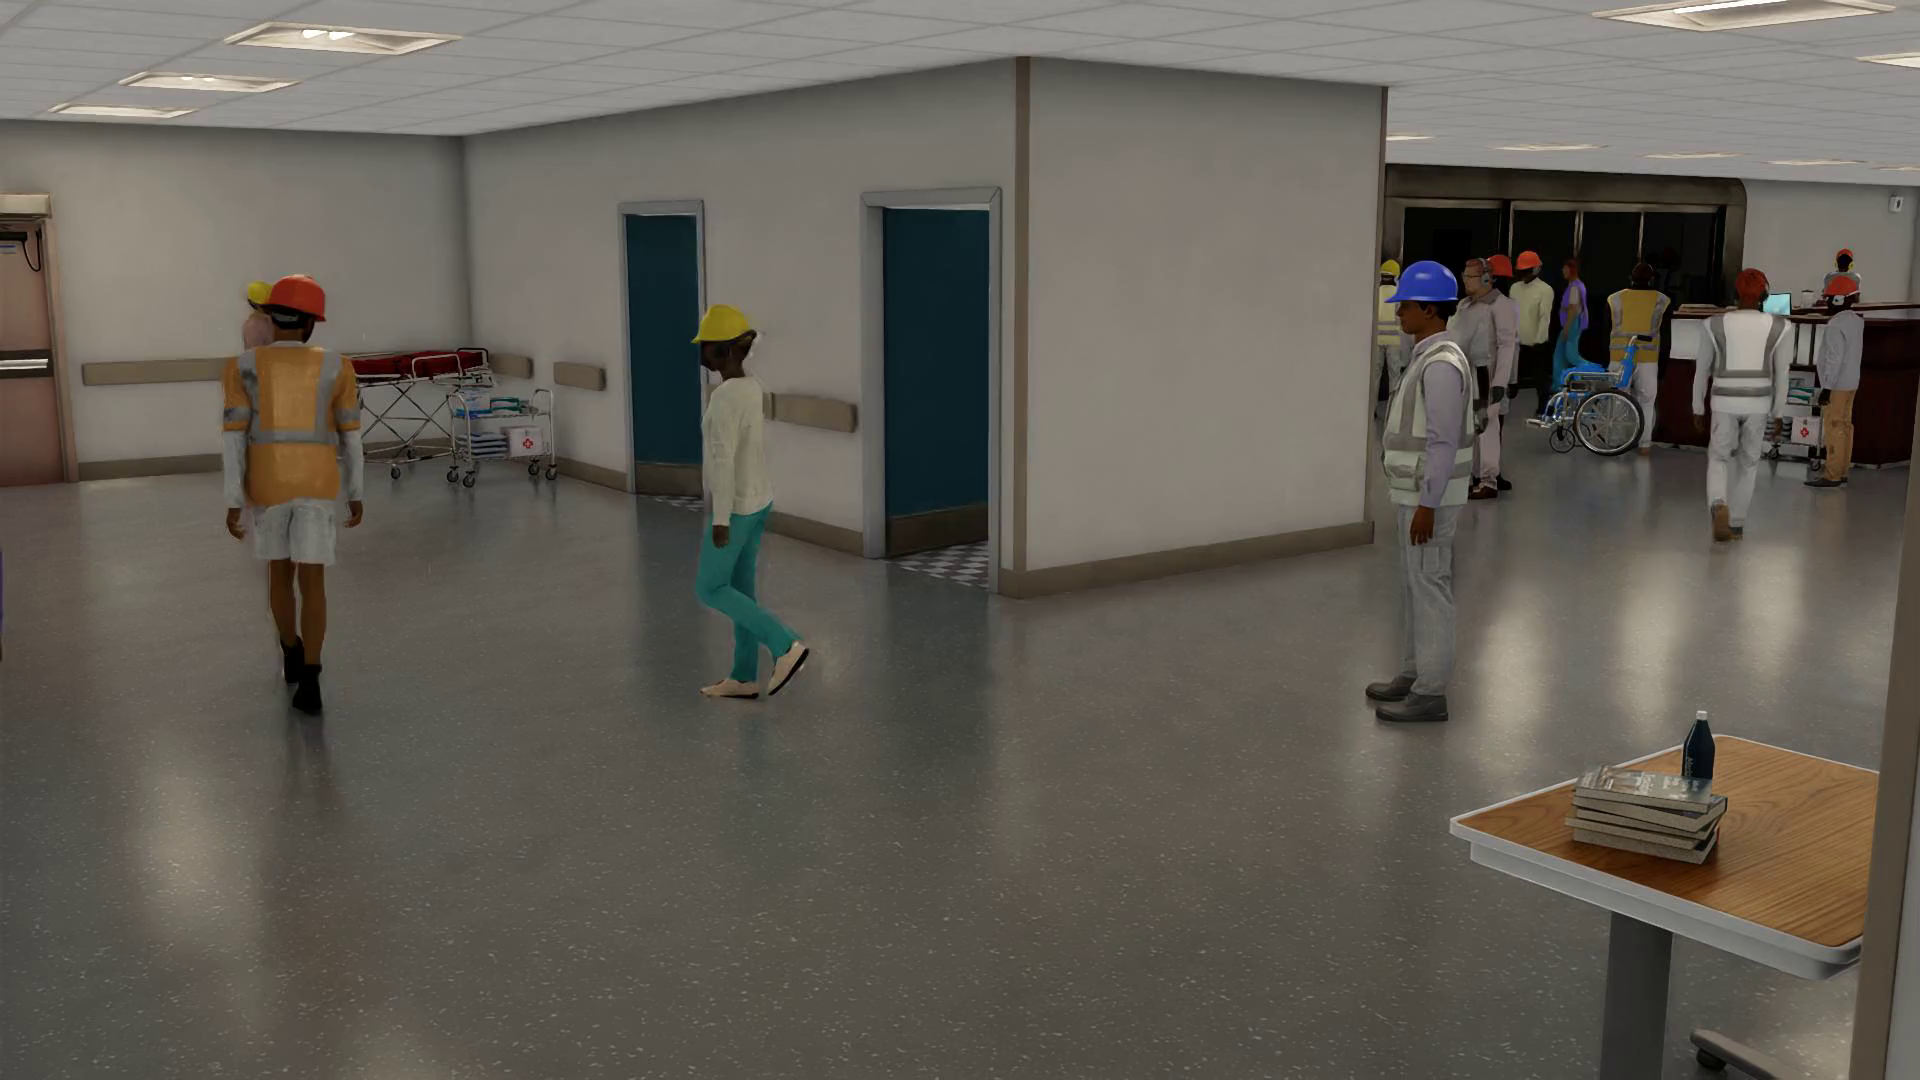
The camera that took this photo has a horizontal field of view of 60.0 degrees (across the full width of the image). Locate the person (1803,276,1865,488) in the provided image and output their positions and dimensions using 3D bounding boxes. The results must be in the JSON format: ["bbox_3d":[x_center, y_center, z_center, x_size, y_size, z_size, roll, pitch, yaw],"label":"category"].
[{"bbox_3d":[7.255,-1.305,13.796,0.564,1.752,0.338,-10,14,-44],"label":"person"}]

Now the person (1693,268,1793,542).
[{"bbox_3d":[5.229,-0.886,11.157,0.583,1.863,0.752,4,11,23],"label":"person"}]

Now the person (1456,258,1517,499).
[{"bbox_3d":[4.093,-1.278,13.228,0.402,1.904,0.651,-4,11,-21],"label":"person"}]

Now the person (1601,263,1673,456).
[{"bbox_3d":[6.453,-1.717,15.897,0.626,1.837,0.429,4,11,23],"label":"person"}]

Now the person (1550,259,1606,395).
[{"bbox_3d":[8.145,-2.797,21.984,0.768,1.819,0.583,3,10,14],"label":"person"}]

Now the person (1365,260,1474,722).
[{"bbox_3d":[1.970,-0.202,7.074,0.391,1.948,0.605,1,10,8],"label":"person"}]

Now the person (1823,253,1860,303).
[{"bbox_3d":[13.341,-3.403,25.229,0.531,1.870,0.318,6,12,30],"label":"person"}]

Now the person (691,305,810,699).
[{"bbox_3d":[-0.941,-0.141,7.254,0.466,1.754,0.545,1,10,8],"label":"person"}]

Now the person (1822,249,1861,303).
[{"bbox_3d":[13.465,-3.476,25.446,0.544,1.938,0.355,9,14,42],"label":"person"}]

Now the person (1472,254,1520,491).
[{"bbox_3d":[4.356,-1.367,13.665,0.383,1.931,0.546,-8,13,-36],"label":"person"}]

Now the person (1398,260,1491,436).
[{"bbox_3d":[3.331,-0.965,11.480,0.625,1.921,1.062,3,11,17],"label":"person"}]

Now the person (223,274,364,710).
[{"bbox_3d":[-2.948,-0.227,7.381,0.572,1.874,0.970,-3,11,-16],"label":"person"}]
